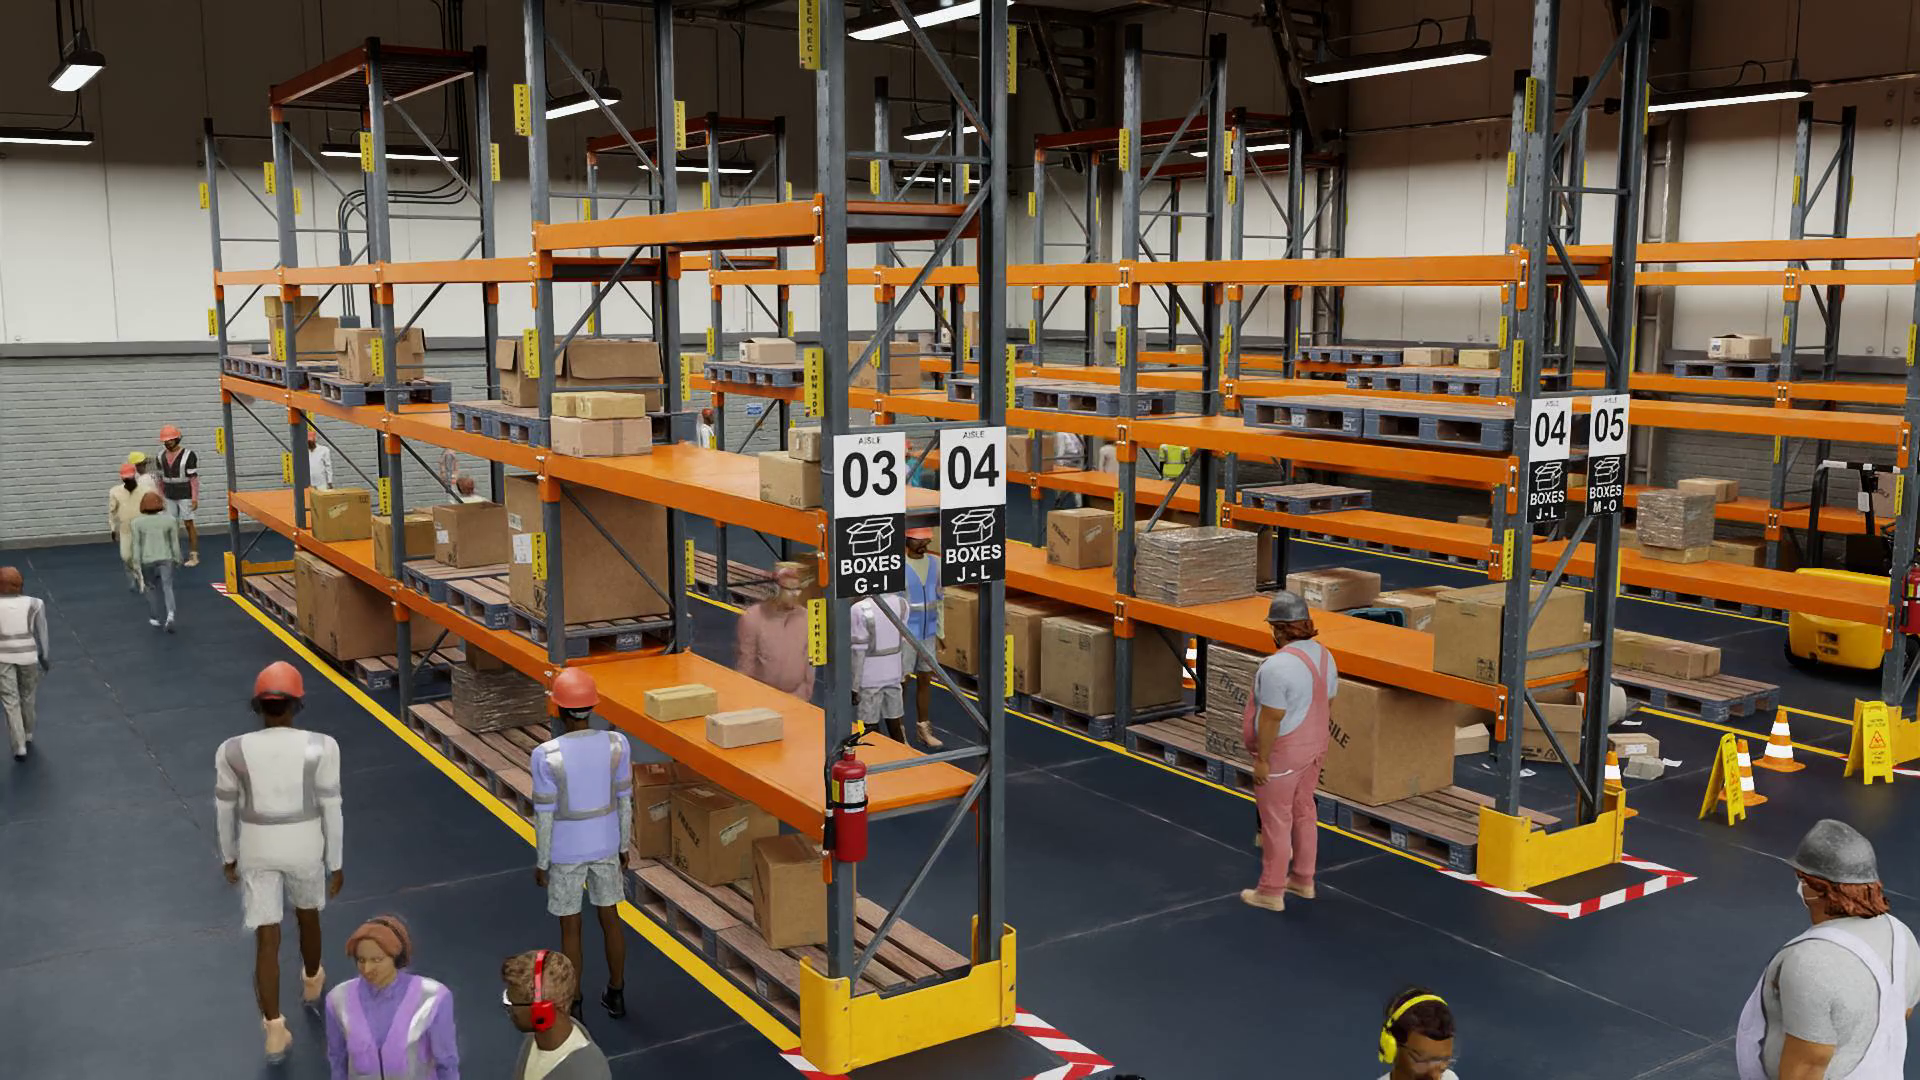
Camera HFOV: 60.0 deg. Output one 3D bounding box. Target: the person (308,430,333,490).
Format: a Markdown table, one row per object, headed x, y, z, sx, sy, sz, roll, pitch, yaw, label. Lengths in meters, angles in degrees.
| x | y | z | sx | sy | sz | roll | pitch | yaw | label |
| --- | --- | --- | --- | --- | --- | --- | --- | --- | --- |
| -10.339 | -0.938 | 26.605 | 0.577 | 1.737 | 0.354 | -3 | 9 | -19 | person |

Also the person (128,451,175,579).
| x | y | z | sx | sy | sz | roll | pitch | yaw | label |
| --- | --- | --- | --- | --- | --- | --- | --- | --- | --- |
| -11.027 | -0.337 | 22.564 | 0.450 | 1.746 | 0.556 | -3 | 9 | -21 | person |

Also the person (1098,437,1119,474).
| x | y | z | sx | sy | sz | roll | pitch | yaw | label |
| --- | --- | --- | --- | --- | --- | --- | --- | --- | --- |
| 2.545 | -1.028 | 27.618 | 0.530 | 1.612 | 0.500 | -6 | 11 | -36 | person |

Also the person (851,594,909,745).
| x | y | z | sx | sy | sz | roll | pitch | yaw | label |
| --- | --- | --- | --- | --- | --- | --- | --- | --- | --- |
| -0.643 | 1.049 | 12.716 | 0.547 | 1.938 | 0.379 | -8 | 11 | -41 | person |

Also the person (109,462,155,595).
| x | y | z | sx | sy | sz | roll | pitch | yaw | label |
| --- | --- | --- | --- | --- | --- | --- | --- | --- | --- |
| -10.627 | -0.153 | 21.397 | 0.603 | 1.732 | 0.411 | -2 | 9 | -14 | person |

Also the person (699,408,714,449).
| x | y | z | sx | sy | sz | roll | pitch | yaw | label |
| --- | --- | --- | --- | --- | --- | --- | --- | --- | --- |
| -4.362 | -1.347 | 28.851 | 0.355 | 1.884 | 0.575 | -2 | 9 | -11 | person |

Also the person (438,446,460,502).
| x | y | z | sx | sy | sz | roll | pitch | yaw | label |
| --- | --- | --- | --- | --- | --- | --- | --- | --- | --- |
| -8.196 | -0.896 | 26.695 | 0.316 | 1.629 | 0.509 | -3 | 9 | -21 | person |

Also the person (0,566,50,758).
| x | y | z | sx | sy | sz | roll | pitch | yaw | label |
| --- | --- | --- | --- | --- | --- | --- | --- | --- | --- |
| -8.001 | 1.015 | 14.070 | 0.521 | 1.594 | 0.865 | -6 | 11 | -36 | person |

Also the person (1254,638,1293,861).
| x | y | z | sx | sy | sz | roll | pitch | yaw | label |
| --- | --- | --- | --- | --- | --- | --- | --- | --- | --- |
| 2.218 | 1.366 | 11.442 | 0.319 | 1.687 | 0.538 | -3 | 9 | -18 | person |

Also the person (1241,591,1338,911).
| x | y | z | sx | sy | sz | roll | pitch | yaw | label |
| --- | --- | --- | --- | --- | --- | --- | --- | --- | --- |
| 2.068 | 1.314 | 10.614 | 0.535 | 2.000 | 0.685 | 8 | 12 | 43 | person |

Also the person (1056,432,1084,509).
| x | y | z | sx | sy | sz | roll | pitch | yaw | label |
| --- | --- | --- | --- | --- | --- | --- | --- | --- | --- |
| 1.974 | -1.391 | 29.361 | 0.600 | 1.814 | 0.687 | -4 | 9 | -23 | person |

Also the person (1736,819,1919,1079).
| x | y | z | sx | sy | sz | roll | pitch | yaw | label |
| --- | --- | --- | --- | --- | --- | --- | --- | --- | --- |
| 3.097 | 2.001 | 6.041 | 0.688 | 2.000 | 0.536 | -5 | 10 | -32 | person |

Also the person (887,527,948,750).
| x | y | z | sx | sy | sz | roll | pitch | yaw | label |
| --- | --- | --- | --- | --- | --- | --- | --- | --- | --- |
| -0.366 | 0.790 | 14.098 | 0.607 | 2.044 | 0.374 | -6 | 10 | -34 | person |

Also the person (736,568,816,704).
| x | y | z | sx | sy | sz | roll | pitch | yaw | label |
| --- | --- | --- | --- | --- | --- | --- | --- | --- | --- |
| -1.382 | 1.123 | 12.390 | 0.661 | 1.886 | 0.700 | -5 | 10 | -30 | person |

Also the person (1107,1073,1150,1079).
| x | y | z | sx | sy | sz | roll | pitch | yaw | label |
| --- | --- | --- | --- | --- | --- | --- | --- | --- | --- |
| 0.492 | 2.372 | 4.849 | 0.589 | 1.631 | 0.894 | -6 | 10 | -35 | person |

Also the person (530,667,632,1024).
| x | y | z | sx | sy | sz | roll | pitch | yaw | label |
| --- | --- | --- | --- | --- | --- | --- | --- | --- | --- |
| -2.010 | 1.629 | 8.846 | 0.544 | 1.941 | 0.353 | -6 | 10 | -33 | person |

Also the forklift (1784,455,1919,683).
| x | y | z | sx | sy | sz | roll | pitch | yaw | label |
| --- | --- | --- | --- | --- | --- | --- | --- | --- | --- |
| 9.643 | 0.253 | 17.172 | 2.313 | 2.155 | 1.214 | -6 | 10 | -33 | forklift |

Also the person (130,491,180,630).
| x | y | z | sx | sy | sz | roll | pitch | yaw | label |
| --- | --- | --- | --- | --- | --- | --- | --- | --- | --- |
| -9.267 | 0.237 | 19.193 | 0.503 | 1.606 | 0.761 | -5 | 10 | -32 | person |

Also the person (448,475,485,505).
| x | y | z | sx | sy | sz | roll | pitch | yaw | label |
| --- | --- | --- | --- | --- | --- | --- | --- | --- | --- |
| -6.132 | 0.001 | 20.736 | 0.519 | 1.628 | 0.382 | -6 | 11 | -36 | person |

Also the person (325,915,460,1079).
| x | y | z | sx | sy | sz | roll | pitch | yaw | label |
| --- | --- | --- | --- | --- | --- | --- | --- | --- | --- |
| -2.125 | 2.186 | 6.279 | 0.525 | 1.594 | 0.853 | 0 | 9 | 0 | person |

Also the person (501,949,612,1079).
| x | y | z | sx | sy | sz | roll | pitch | yaw | label |
| --- | --- | --- | --- | --- | --- | --- | --- | --- | --- |
| -1.261 | 2.199 | 5.382 | 0.391 | 1.841 | 0.564 | -5 | 10 | -29 | person |

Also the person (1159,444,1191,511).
| x | y | z | sx | sy | sz | roll | pitch | yaw | label |
| --- | --- | --- | --- | --- | --- | --- | --- | --- | --- |
| 3.562 | -1.068 | 27.609 | 0.533 | 1.697 | 0.322 | 1 | 9 | 10 | person |

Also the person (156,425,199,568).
| x | y | z | sx | sy | sz | roll | pitch | yaw | label |
| --- | --- | --- | --- | --- | --- | --- | --- | --- | --- |
| -11.063 | -0.615 | 23.499 | 0.613 | 2.033 | 0.412 | 1 | 9 | 8 | person |

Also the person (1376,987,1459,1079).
| x | y | z | sx | sy | sz | roll | pitch | yaw | label |
| --- | --- | --- | --- | --- | --- | --- | --- | --- | --- |
| 1.341 | 2.239 | 5.045 | 0.521 | 1.863 | 0.327 | -6 | 10 | -34 | person |

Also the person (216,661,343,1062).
| x | y | z | sx | sy | sz | roll | pitch | yaw | label |
| --- | --- | --- | --- | --- | --- | --- | --- | --- | --- |
| -3.547 | 1.628 | 8.715 | 0.621 | 1.991 | 1.027 | -3 | 9 | -17 | person |
